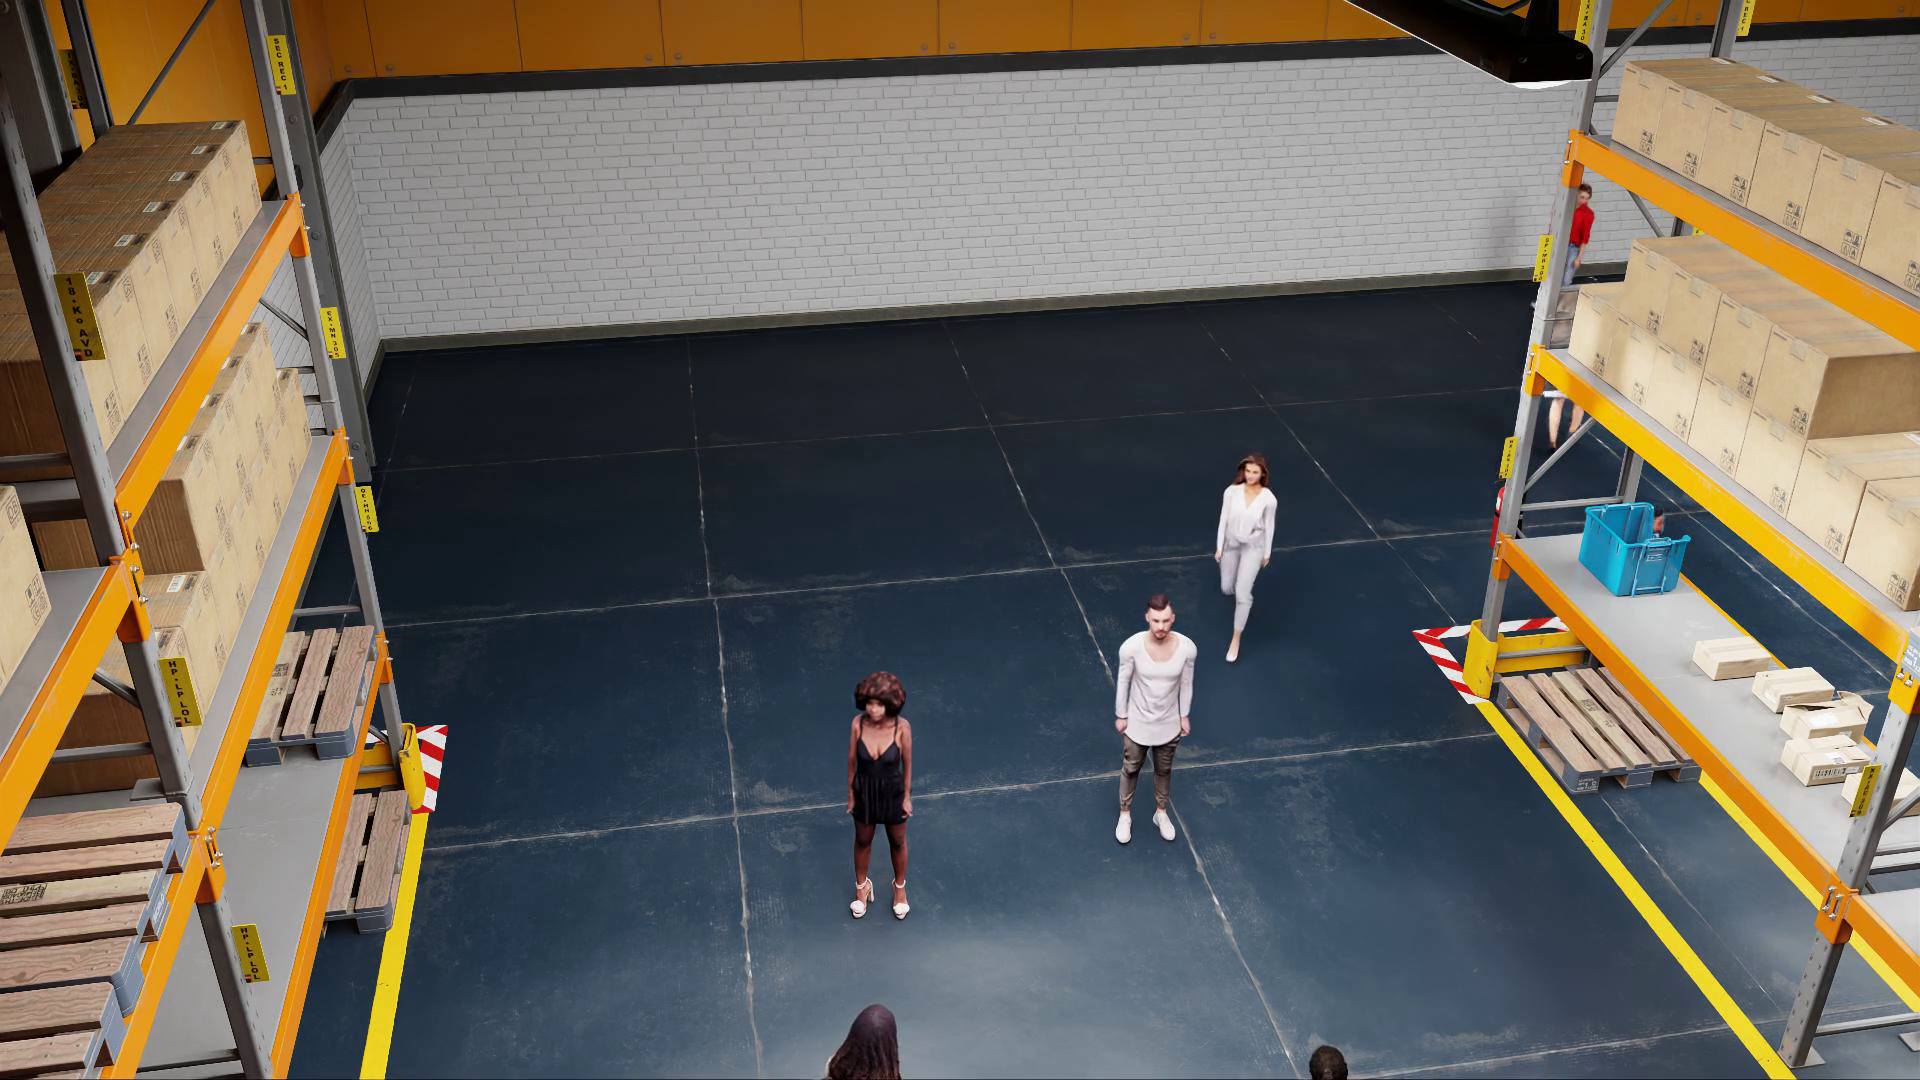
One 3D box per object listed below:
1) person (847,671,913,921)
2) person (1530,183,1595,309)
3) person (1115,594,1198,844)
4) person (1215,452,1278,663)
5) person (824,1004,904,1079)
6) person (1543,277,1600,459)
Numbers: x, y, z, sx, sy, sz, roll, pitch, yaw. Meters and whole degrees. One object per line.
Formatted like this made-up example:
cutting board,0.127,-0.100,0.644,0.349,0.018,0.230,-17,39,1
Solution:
person,-0.489,1.572,10.217,0.617,1.789,0.612,3,29,5
person,7.067,-3.392,19.429,0.906,1.682,0.754,-17,33,-28
person,1.263,1.155,10.926,0.686,1.841,0.587,-2,29,-4
person,2.229,0.080,12.995,0.904,1.747,1.046,12,31,20
person,-0.480,2.968,7.761,1.070,1.689,1.180,15,32,26
person,5.868,-1.632,16.079,0.923,1.800,0.974,21,35,33
